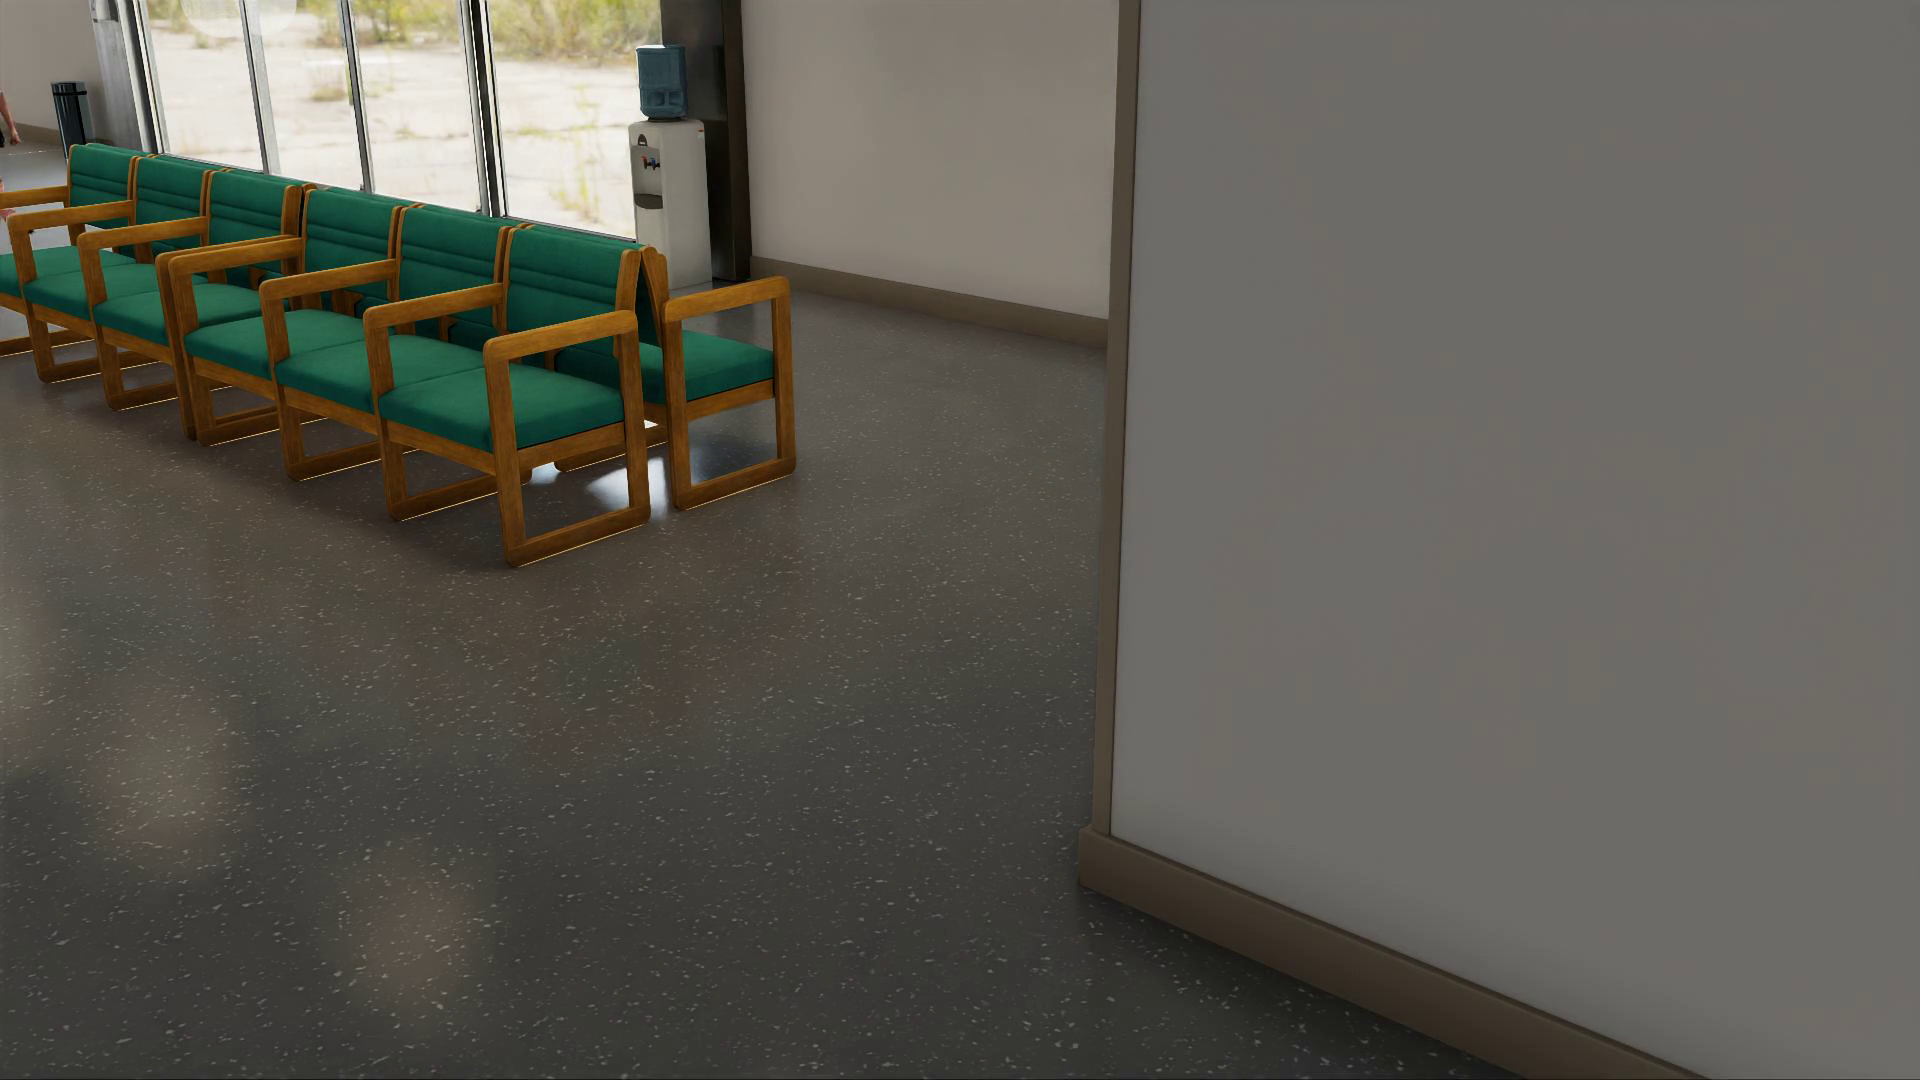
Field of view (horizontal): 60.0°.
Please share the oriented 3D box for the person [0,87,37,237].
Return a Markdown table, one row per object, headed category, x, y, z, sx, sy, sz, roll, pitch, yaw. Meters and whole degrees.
| category | x | y | z | sx | sy | sz | roll | pitch | yaw |
| --- | --- | --- | --- | --- | --- | --- | --- | --- | --- |
| person | -7.027 | -2.907 | 11.813 | 0.792 | 1.634 | 1.046 | 10 | 23 | 26 |
